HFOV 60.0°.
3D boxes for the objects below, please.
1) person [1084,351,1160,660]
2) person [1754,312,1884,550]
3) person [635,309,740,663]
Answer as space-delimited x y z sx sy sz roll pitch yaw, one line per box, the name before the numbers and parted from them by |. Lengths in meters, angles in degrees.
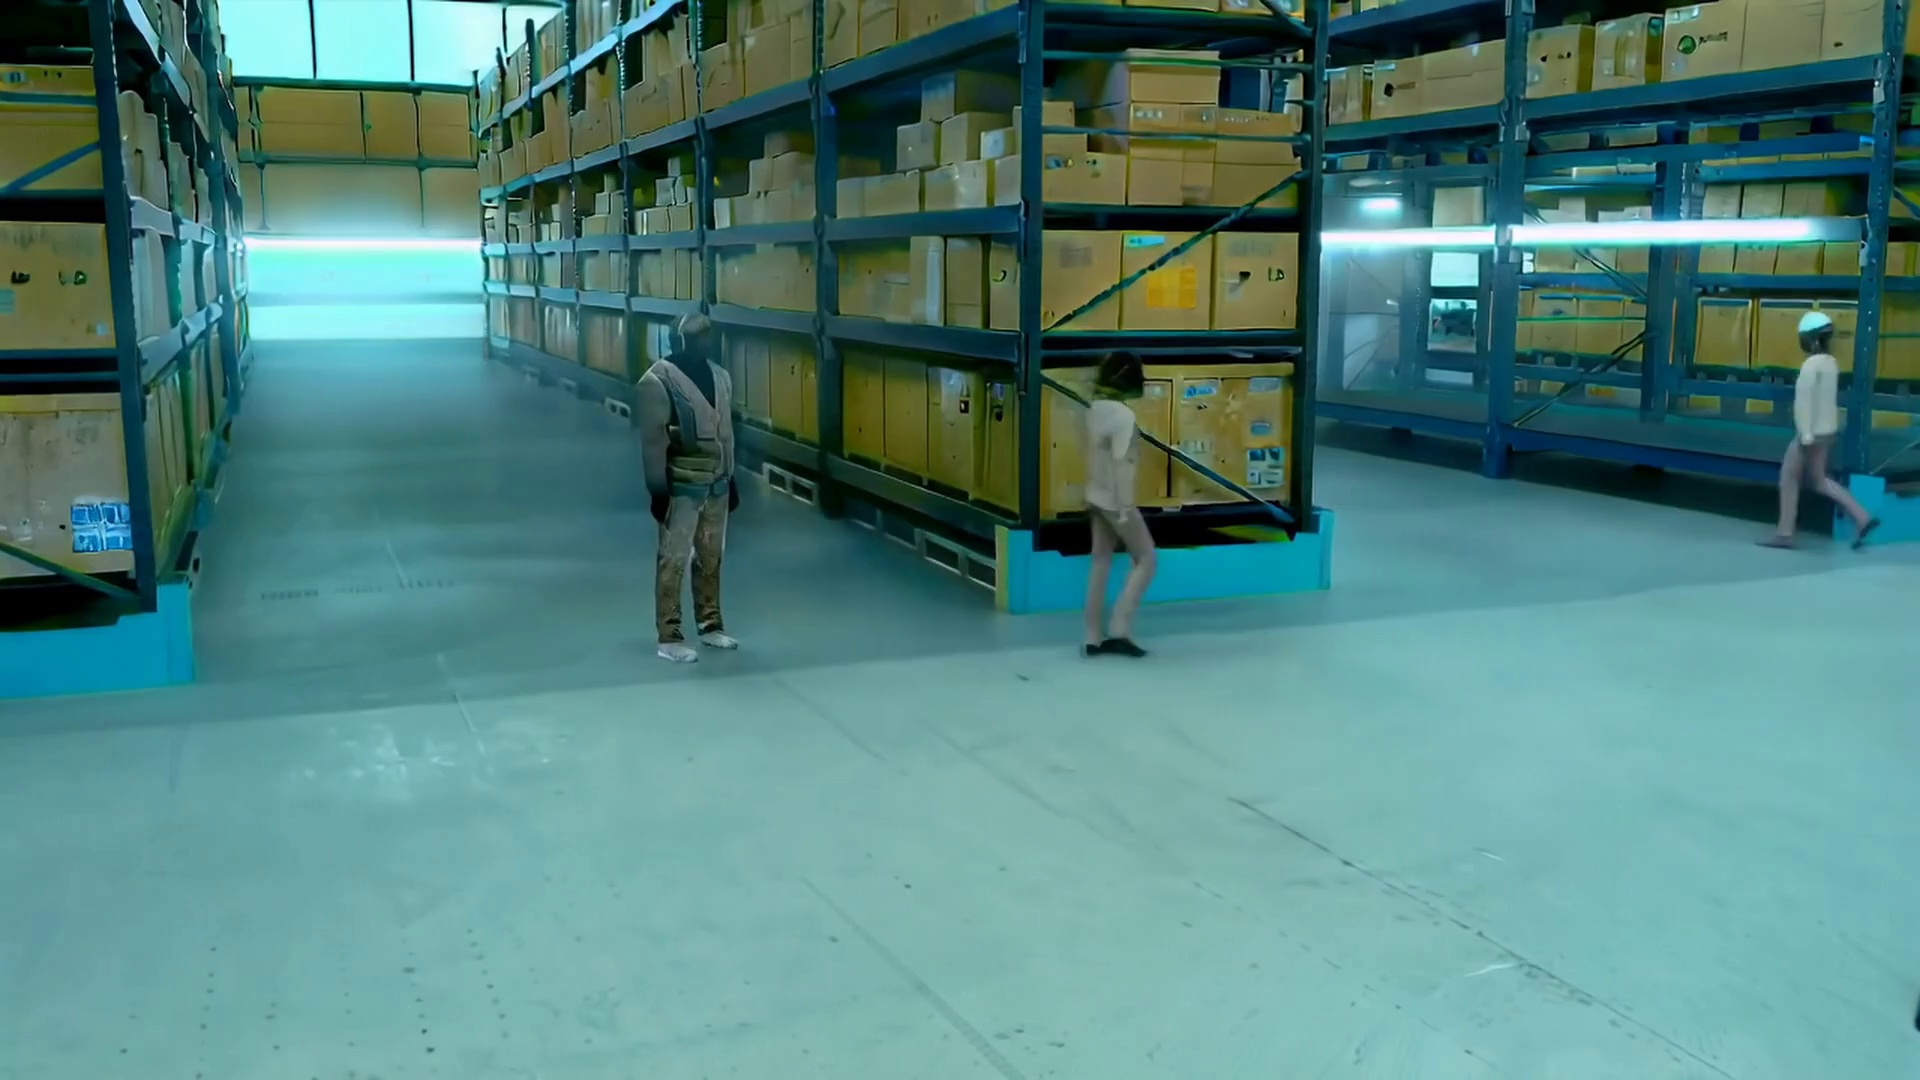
person | 0.854 -0.170 8.624 0.453 1.614 0.531 -3 10 -15
person | 6.184 -0.758 11.848 0.545 1.730 0.751 -9 13 -43
person | -1.391 -0.279 8.686 0.430 1.836 0.619 6 11 33
